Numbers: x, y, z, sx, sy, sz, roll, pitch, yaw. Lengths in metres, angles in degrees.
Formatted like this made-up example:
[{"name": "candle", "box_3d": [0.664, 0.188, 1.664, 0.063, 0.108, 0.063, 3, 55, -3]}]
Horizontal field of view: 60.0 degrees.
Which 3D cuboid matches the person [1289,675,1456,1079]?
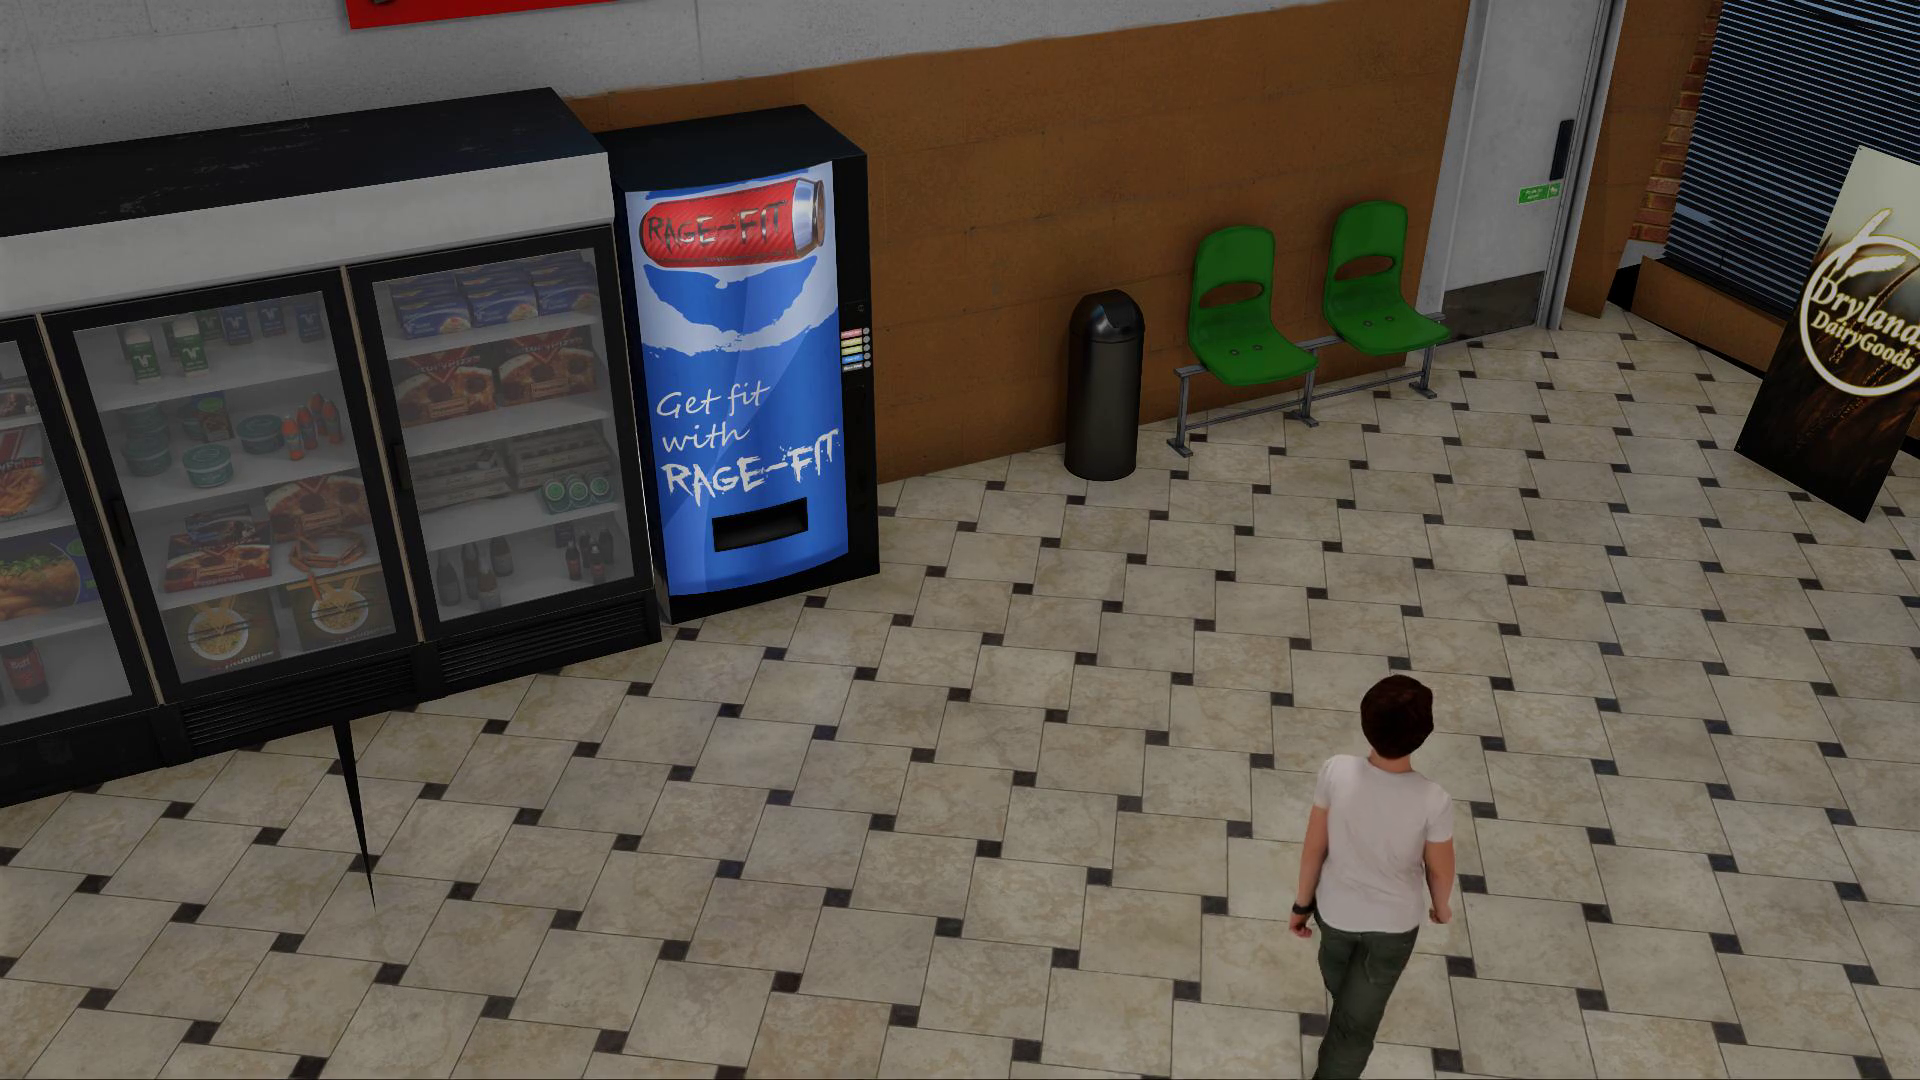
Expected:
[{"name": "person", "box_3d": [1.167, 1.172, 4.898, 1.090, 1.612, 1.002, 19, 37, 28]}]
